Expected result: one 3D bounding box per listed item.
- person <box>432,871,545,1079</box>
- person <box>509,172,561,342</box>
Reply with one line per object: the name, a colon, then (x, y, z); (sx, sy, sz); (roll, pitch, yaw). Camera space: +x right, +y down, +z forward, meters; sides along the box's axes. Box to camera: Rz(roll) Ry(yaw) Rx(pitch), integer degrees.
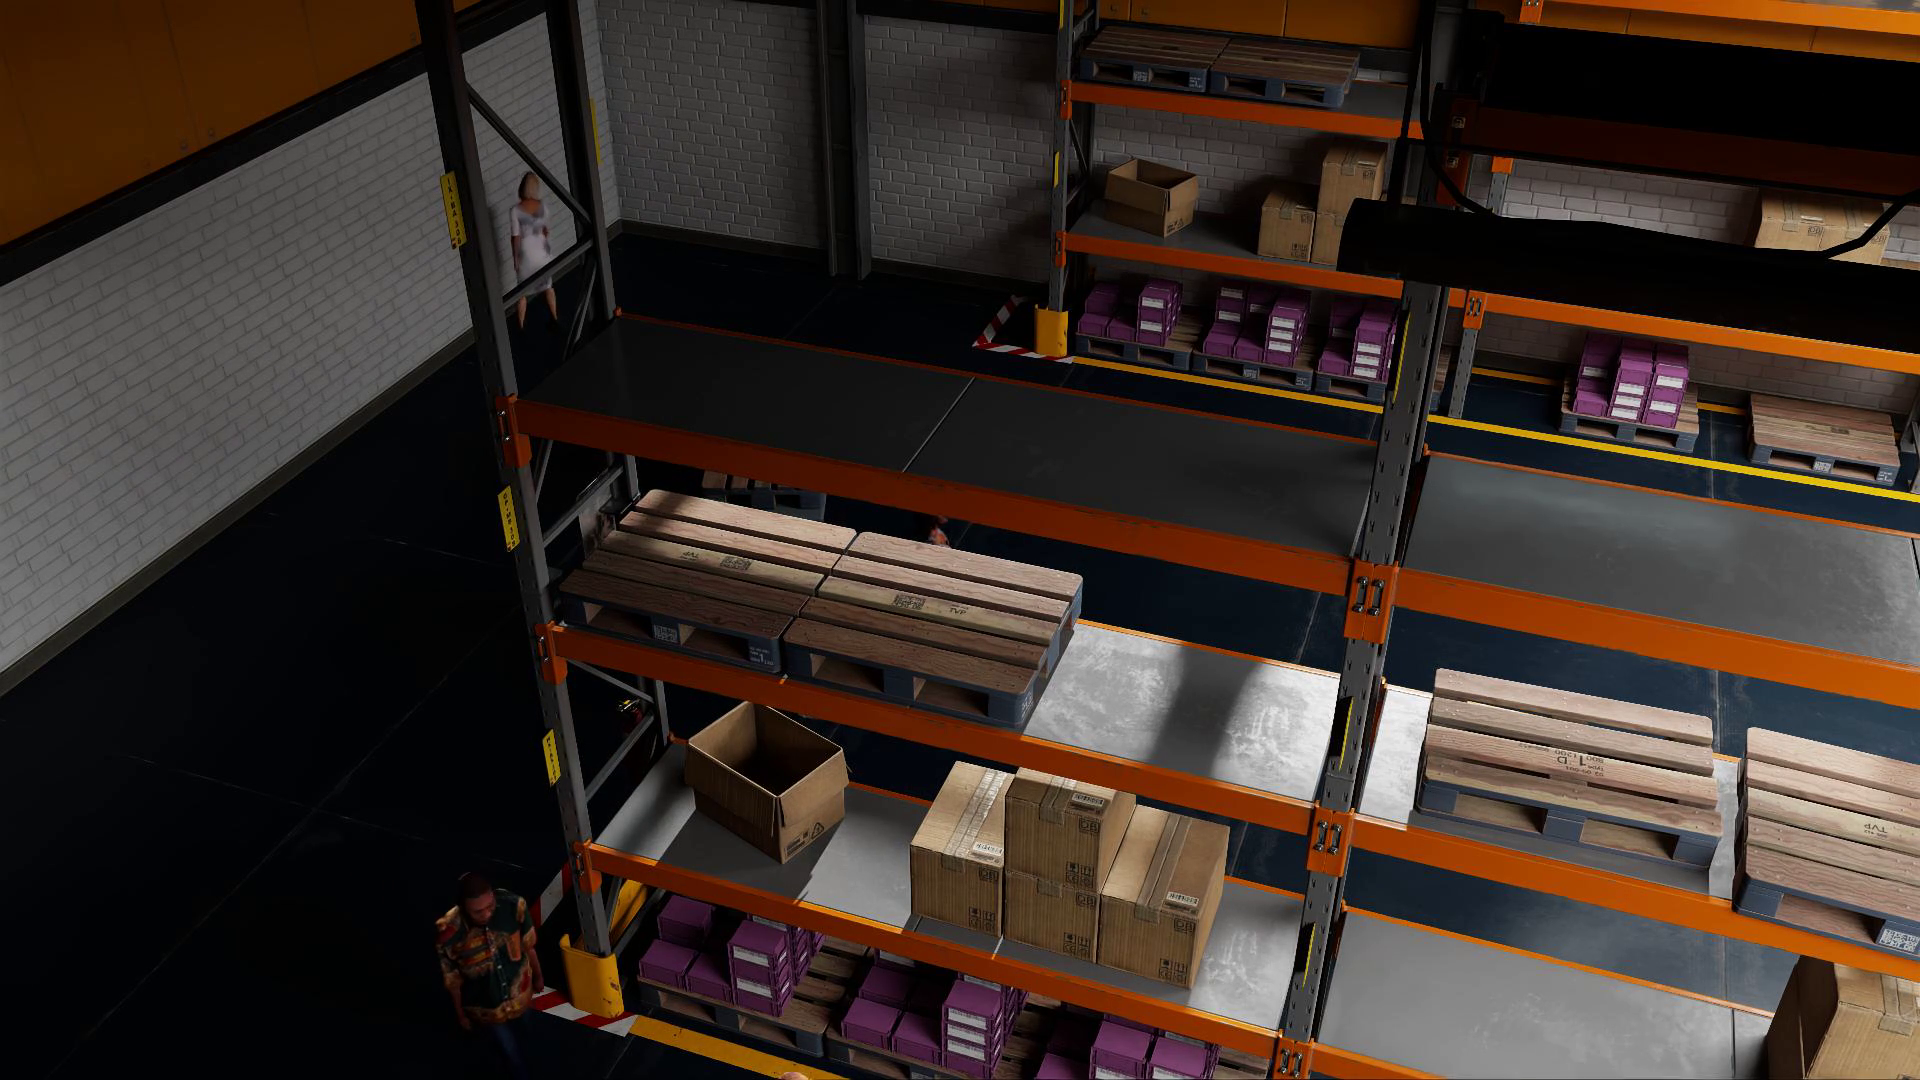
person: (-2.514, 2.362, 8.912); (1.021, 1.784, 1.167); (-26, 41, -33)
person: (-4.261, -2.859, 16.823); (0.792, 1.723, 0.777); (27, 42, 34)
